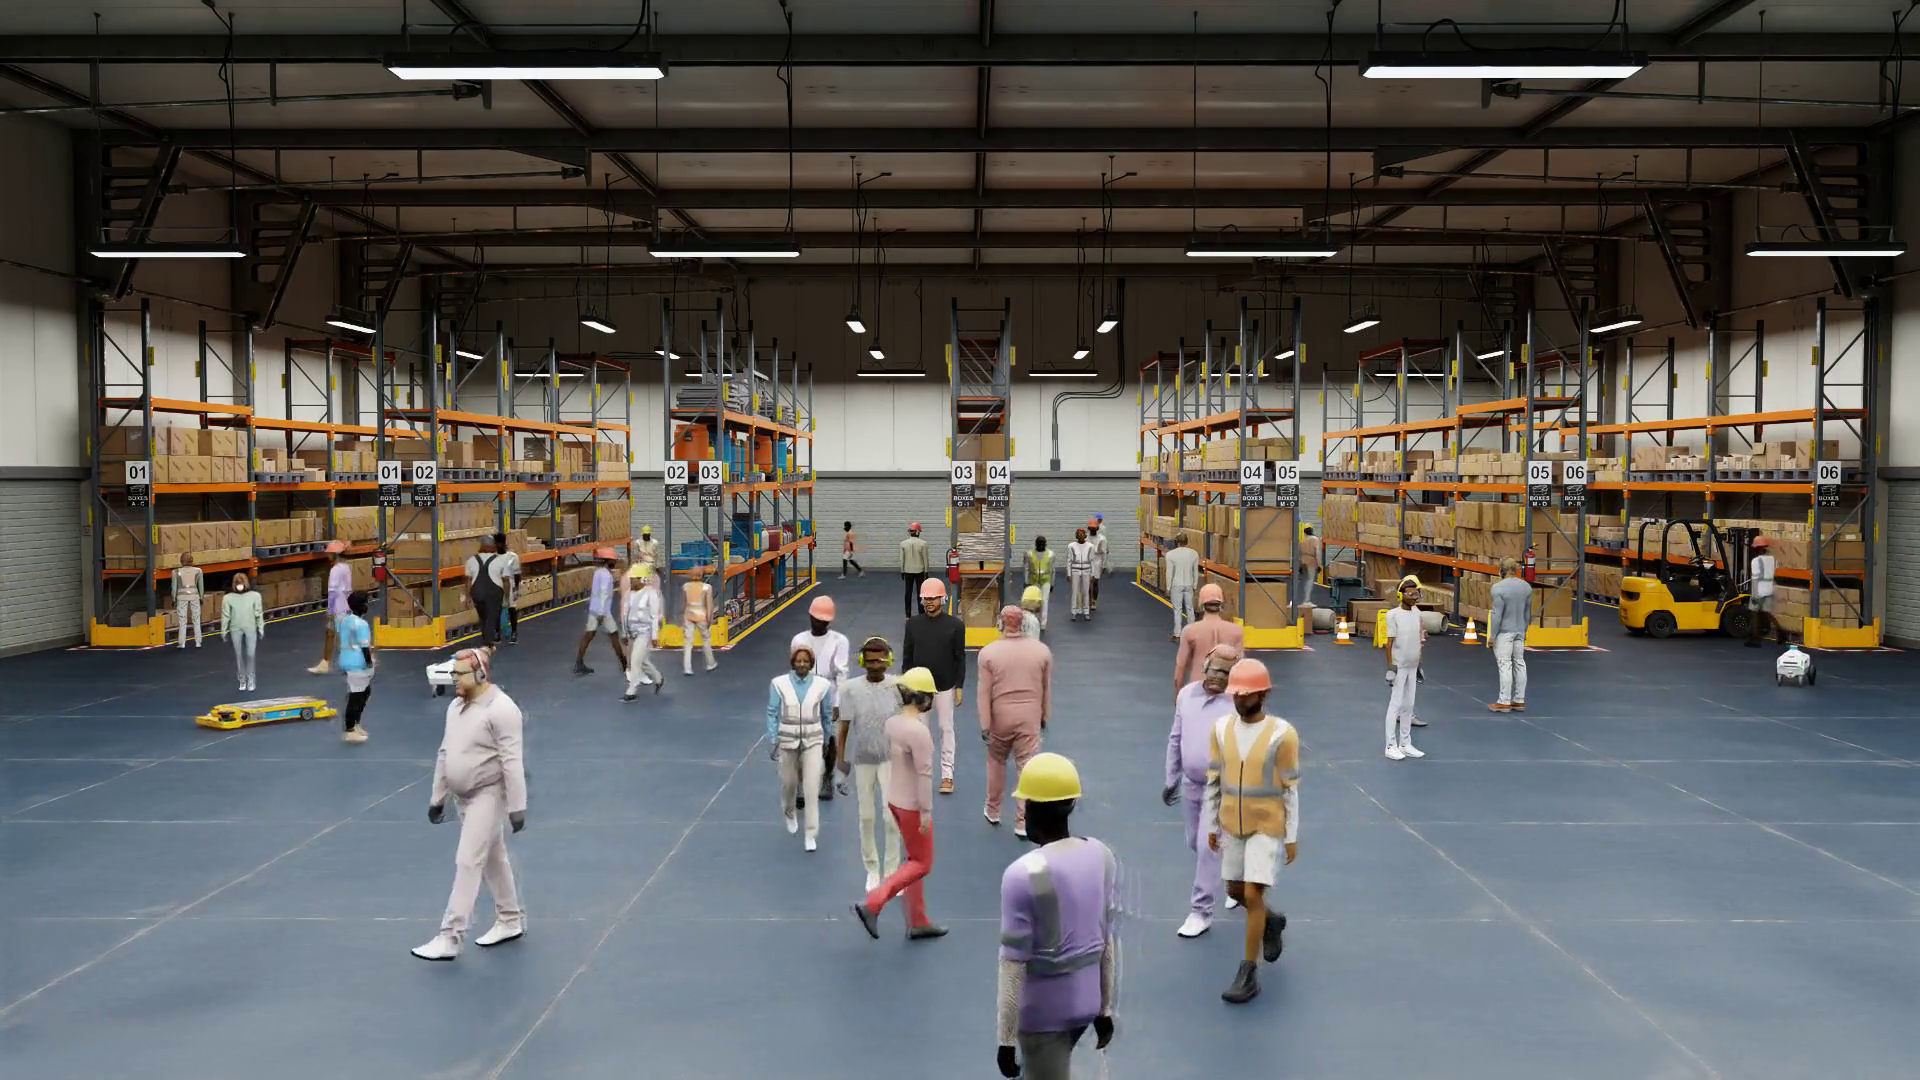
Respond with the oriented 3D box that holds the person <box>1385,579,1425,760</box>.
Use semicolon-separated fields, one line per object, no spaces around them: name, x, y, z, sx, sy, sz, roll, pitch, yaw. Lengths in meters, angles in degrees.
person;4.650;1.338;16.849;0.534;1.868;0.310;-2;3;-34

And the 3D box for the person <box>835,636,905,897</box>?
person;-0.588;1.576;11.332;0.564;1.830;0.584;0;2;-1

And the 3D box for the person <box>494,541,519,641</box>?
person;-8.174;0.897;28.800;0.577;1.808;0.900;0;2;7

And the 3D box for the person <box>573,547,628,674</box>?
person;-5.304;1.049;24.063;1.045;1.869;0.553;-2;3;-34

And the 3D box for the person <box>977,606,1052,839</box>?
person;0.426;1.476;13.367;0.645;1.866;0.929;0;2;-8

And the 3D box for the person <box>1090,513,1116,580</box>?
person;3.977;0.178;45.603;0.936;1.912;0.606;0;2;-12

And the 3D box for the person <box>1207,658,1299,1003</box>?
person;1.713;1.620;9.318;0.553;1.914;0.827;2;3;37

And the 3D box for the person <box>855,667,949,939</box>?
person;-0.360;1.670;10.172;0.593;1.739;0.531;-1;2;-24

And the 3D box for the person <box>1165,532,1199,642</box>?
person;3.926;0.836;28.597;0.627;1.940;0.376;-1;2;-16

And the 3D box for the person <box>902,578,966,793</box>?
person;-0.251;1.347;15.054;0.608;1.995;0.377;1;2;14

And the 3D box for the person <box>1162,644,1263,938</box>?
person;1.694;1.591;10.535;0.820;1.868;0.660;-2;3;-43

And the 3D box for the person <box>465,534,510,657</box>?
person;-7.728;0.893;26.426;0.694;2.000;1.007;0;2;1

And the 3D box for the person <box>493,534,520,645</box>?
person;-7.963;0.856;28.135;0.608;1.945;0.489;0;2;6

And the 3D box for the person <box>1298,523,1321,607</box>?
person;7.827;0.563;36.357;0.548;1.879;0.673;-2;3;-38

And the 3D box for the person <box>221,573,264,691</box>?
person;-9.756;1.260;21.935;0.526;1.603;0.707;-1;2;-19

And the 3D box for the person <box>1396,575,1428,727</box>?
person;5.319;1.299;19.068;0.301;1.772;0.525;0;2;-5

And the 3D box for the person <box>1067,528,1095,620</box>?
person;2.463;0.692;32.912;0.584;1.882;0.348;0;2;-2

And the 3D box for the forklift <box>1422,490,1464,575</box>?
forklift;13.926;-0.371;47.846;1.873;2.768;1.129;0;2;0

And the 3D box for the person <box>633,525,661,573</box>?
person;-7.119;0.572;36.703;0.620;1.816;0.433;0;2;-11

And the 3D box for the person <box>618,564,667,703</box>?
person;-4.151;1.200;21.173;0.600;1.804;0.842;2;3;39

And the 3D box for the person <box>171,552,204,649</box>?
person;-13.113;1.030;27.422;0.511;1.641;0.308;-2;3;-35

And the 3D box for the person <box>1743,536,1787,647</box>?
person;13.755;0.884;27.594;0.564;1.921;0.690;-1;2;-21

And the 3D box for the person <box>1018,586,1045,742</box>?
person;0.746;1.372;17.783;0.418;1.730;0.501;-1;3;-25

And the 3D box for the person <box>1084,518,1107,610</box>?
person;2.903;0.527;35.379;0.625;2.027;0.467;0;2;9

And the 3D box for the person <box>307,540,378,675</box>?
person;-9.125;0.994;23.888;1.001;2.006;0.624;0;2;-9

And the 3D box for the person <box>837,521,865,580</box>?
person;-3.066;0.290;45.699;0.769;1.677;0.541;0;2;-10

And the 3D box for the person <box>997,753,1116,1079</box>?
person;0.400;1.753;6.059;0.852;1.902;0.593;2;3;42

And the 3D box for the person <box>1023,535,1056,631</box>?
person;1.524;0.805;30.921;0.631;1.818;0.742;0;2;4

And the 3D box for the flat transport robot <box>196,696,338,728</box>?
flat transport robot;-8.282;2.048;19.316;0.652;0.197;1.431;2;3;38

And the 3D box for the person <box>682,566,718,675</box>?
person;-3.878;1.187;23.991;0.530;1.600;0.850;1;2;14

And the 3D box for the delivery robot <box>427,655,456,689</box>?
delivery robot;-6.729;1.773;21.541;0.707;0.478;0.477;0;2;6

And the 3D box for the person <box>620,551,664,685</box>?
person;-4.459;1.095;22.745;0.412;1.887;0.668;2;3;40

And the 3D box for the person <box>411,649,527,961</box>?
person;-3.065;1.610;9.909;0.679;1.866;0.909;2;3;44

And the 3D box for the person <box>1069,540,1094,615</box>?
person;2.580;0.783;34.037;0.519;1.593;0.764;-1;2;-14

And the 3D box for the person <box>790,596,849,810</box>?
person;-1.265;1.434;14.369;0.550;1.863;1.049;0;2;7

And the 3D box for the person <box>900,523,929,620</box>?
person;-0.917;0.642;32.896;0.609;1.986;0.391;1;2;16

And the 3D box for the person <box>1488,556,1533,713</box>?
person;6.848;1.172;20.156;0.629;1.940;0.373;-1;3;-28

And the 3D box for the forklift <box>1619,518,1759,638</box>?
forklift;13.417;0.684;29.791;2.313;2.155;1.214;0;2;0

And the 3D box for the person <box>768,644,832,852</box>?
person;-1.281;1.621;12.927;0.510;1.611;0.719;0;2;-6

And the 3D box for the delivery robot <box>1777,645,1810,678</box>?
delivery robot;11.736;1.726;22.726;0.477;0.478;0.707;1;3;34

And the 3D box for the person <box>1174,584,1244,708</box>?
person;2.300;1.378;14.974;0.637;1.940;1.014;0;2;-9

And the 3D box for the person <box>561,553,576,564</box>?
person;-10.647;0.247;43.531;0.652;1.928;0.434;0;2;12

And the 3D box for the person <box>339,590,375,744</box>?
person;-6.595;1.389;17.783;0.460;1.680;0.559;-2;3;-40
